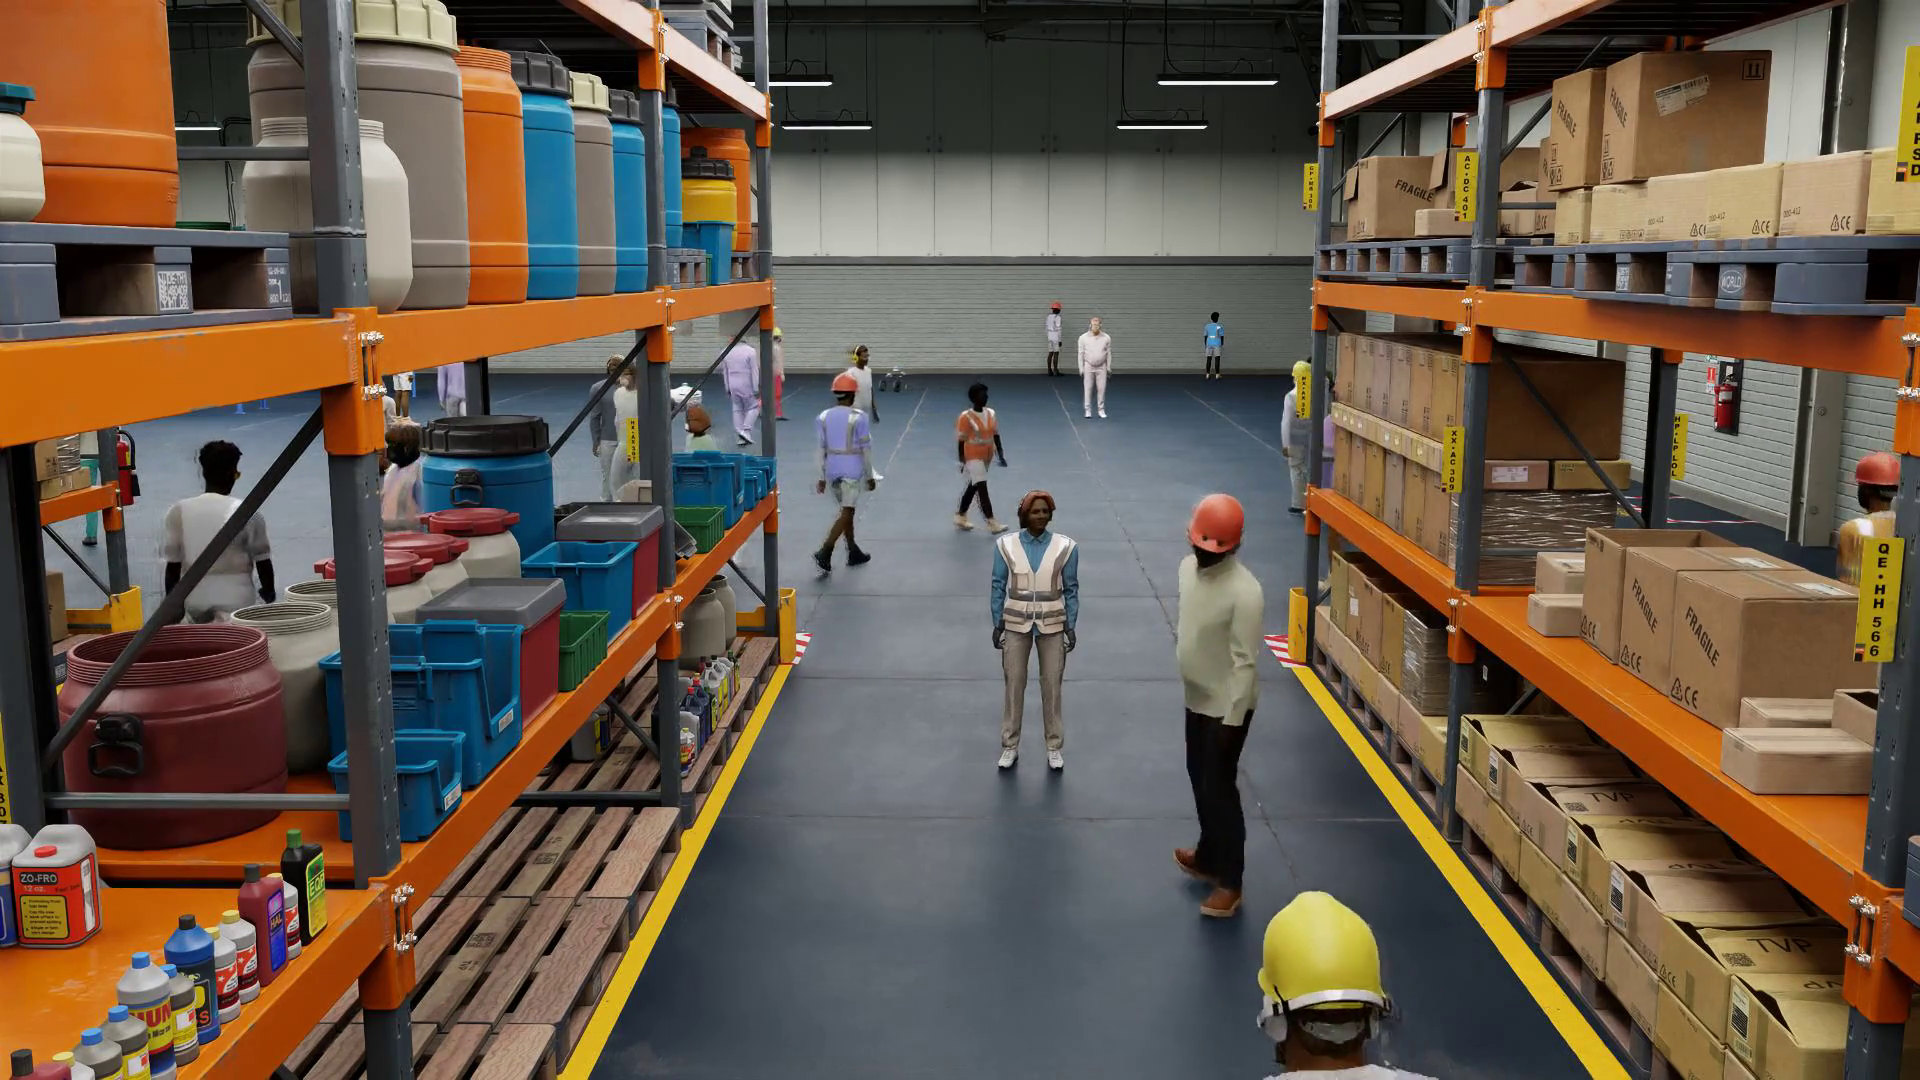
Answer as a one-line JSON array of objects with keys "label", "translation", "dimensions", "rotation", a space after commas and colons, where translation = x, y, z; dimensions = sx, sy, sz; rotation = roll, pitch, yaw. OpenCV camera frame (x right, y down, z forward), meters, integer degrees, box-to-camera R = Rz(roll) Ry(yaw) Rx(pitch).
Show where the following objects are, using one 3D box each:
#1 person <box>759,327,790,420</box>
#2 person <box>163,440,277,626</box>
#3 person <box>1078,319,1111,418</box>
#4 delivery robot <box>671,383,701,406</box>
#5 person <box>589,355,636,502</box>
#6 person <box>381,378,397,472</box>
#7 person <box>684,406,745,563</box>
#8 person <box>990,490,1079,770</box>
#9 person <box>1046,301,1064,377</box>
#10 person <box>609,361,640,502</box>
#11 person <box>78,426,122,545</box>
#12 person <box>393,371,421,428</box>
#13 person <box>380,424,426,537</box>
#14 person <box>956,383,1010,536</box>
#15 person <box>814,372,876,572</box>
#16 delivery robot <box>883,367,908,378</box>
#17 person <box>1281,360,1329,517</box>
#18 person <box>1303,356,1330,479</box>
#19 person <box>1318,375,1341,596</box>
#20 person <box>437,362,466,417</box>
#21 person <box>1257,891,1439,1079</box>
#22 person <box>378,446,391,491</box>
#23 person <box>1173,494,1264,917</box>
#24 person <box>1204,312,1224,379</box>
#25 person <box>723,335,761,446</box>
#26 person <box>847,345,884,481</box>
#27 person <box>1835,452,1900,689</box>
[{"label": "person", "translation": [-3.525, -3.104, 31.103], "dimensions": [0.664, 1.747, 0.523], "rotation": [-5, 11, -27]}, {"label": "person", "translation": [-4.398, 0.360, 9.921], "dimensions": [0.587, 1.904, 1.056], "rotation": [2, 10, 12]}, {"label": "person", "translation": [2.561, -3.266, 31.718], "dimensions": [0.661, 1.887, 0.434], "rotation": [-1, 10, -7]}, {"label": "delivery robot", "translation": [-5.506, -2.898, 33.291], "dimensions": [0.707, 0.478, 0.477], "rotation": [9, 13, 42]}, {"label": "person", "translation": [-3.798, -1.095, 18.530], "dimensions": [0.627, 1.934, 0.371], "rotation": [-3, 10, -17]}, {"label": "person", "translation": [-6.980, -1.176, 19.901], "dimensions": [0.497, 1.634, 0.287], "rotation": [1, 10, 8]}, {"label": "person", "translation": [-2.418, -0.490, 15.888], "dimensions": [0.755, 1.606, 0.506], "rotation": [-5, 11, -28]}, {"label": "person", "translation": [0.434, 0.520, 9.717], "dimensions": [0.519, 1.645, 0.307], "rotation": [1, 10, 4]}, {"label": "person", "translation": [2.482, -5.231, 43.287], "dimensions": [0.378, 1.936, 0.548], "rotation": [-6, 11, -32]}, {"label": "person", "translation": [-3.514, -0.950, 17.689], "dimensions": [0.655, 1.912, 0.743], "rotation": [7, 12, 35]}, {"label": "person", "translation": [-9.079, -0.838, 17.478], "dimensions": [0.525, 1.772, 0.309], "rotation": [-8, 13, -41]}, {"label": "person", "translation": [-9.956, -3.025, 29.755], "dimensions": [0.605, 2.045, 0.383], "rotation": [9, 13, 44]}, {"label": "person", "translation": [-3.838, 0.062, 11.908], "dimensions": [0.719, 1.825, 0.642], "rotation": [-7, 12, -38]}, {"label": "person", "translation": [0.227, -0.894, 18.170], "dimensions": [0.906, 1.643, 0.540], "rotation": [8, 13, 41]}, {"label": "person", "translation": [-1.151, -0.656, 16.017], "dimensions": [0.543, 1.906, 0.922], "rotation": [6, 11, 32]}, {"label": "delivery robot", "translation": [-1.485, -3.876, 38.376], "dimensions": [0.335, 0.223, 0.698], "rotation": [7, 12, 34]}, {"label": "person", "translation": [4.003, -1.173, 19.326], "dimensions": [0.621, 1.818, 0.459], "rotation": [-4, 10, -23]}, {"label": "person", "translation": [4.826, -1.692, 22.802], "dimensions": [0.540, 1.697, 0.318], "rotation": [-4, 10, -20]}, {"label": "person", "translation": [3.442, -0.485, 14.608], "dimensions": [0.614, 2.022, 0.725], "rotation": [-5, 11, -26]}, {"label": "person", "translation": [-7.522, -2.158, 25.056], "dimensions": [0.648, 1.890, 1.034], "rotation": [-3, 10, -17]}, {"label": "person", "translation": [0.663, 1.553, 3.032], "dimensions": [0.590, 1.808, 0.538], "rotation": [-2, 10, -11]}, {"label": "person", "translation": [-4.419, 0.038, 12.628], "dimensions": [0.500, 1.636, 0.282], "rotation": [3, 10, 20]}, {"label": "person", "translation": [1.141, 0.721, 7.628], "dimensions": [0.461, 1.942, 0.789], "rotation": [-3, 10, -17]}, {"label": "person", "translation": [6.462, -4.942, 42.277], "dimensions": [0.540, 1.695, 0.317], "rotation": [6, 11, 31]}, {"label": "person", "translation": [-3.505, -2.464, 26.819], "dimensions": [0.678, 1.893, 0.420], "rotation": [5, 11, 27]}, {"label": "person", "translation": [-1.410, -1.763, 22.801], "dimensions": [0.833, 1.848, 0.518], "rotation": [5, 11, 29]}, {"label": "person", "translation": [4.982, 0.482, 9.117], "dimensions": [0.559, 1.924, 0.435], "rotation": [-2, 10, -12]}]
